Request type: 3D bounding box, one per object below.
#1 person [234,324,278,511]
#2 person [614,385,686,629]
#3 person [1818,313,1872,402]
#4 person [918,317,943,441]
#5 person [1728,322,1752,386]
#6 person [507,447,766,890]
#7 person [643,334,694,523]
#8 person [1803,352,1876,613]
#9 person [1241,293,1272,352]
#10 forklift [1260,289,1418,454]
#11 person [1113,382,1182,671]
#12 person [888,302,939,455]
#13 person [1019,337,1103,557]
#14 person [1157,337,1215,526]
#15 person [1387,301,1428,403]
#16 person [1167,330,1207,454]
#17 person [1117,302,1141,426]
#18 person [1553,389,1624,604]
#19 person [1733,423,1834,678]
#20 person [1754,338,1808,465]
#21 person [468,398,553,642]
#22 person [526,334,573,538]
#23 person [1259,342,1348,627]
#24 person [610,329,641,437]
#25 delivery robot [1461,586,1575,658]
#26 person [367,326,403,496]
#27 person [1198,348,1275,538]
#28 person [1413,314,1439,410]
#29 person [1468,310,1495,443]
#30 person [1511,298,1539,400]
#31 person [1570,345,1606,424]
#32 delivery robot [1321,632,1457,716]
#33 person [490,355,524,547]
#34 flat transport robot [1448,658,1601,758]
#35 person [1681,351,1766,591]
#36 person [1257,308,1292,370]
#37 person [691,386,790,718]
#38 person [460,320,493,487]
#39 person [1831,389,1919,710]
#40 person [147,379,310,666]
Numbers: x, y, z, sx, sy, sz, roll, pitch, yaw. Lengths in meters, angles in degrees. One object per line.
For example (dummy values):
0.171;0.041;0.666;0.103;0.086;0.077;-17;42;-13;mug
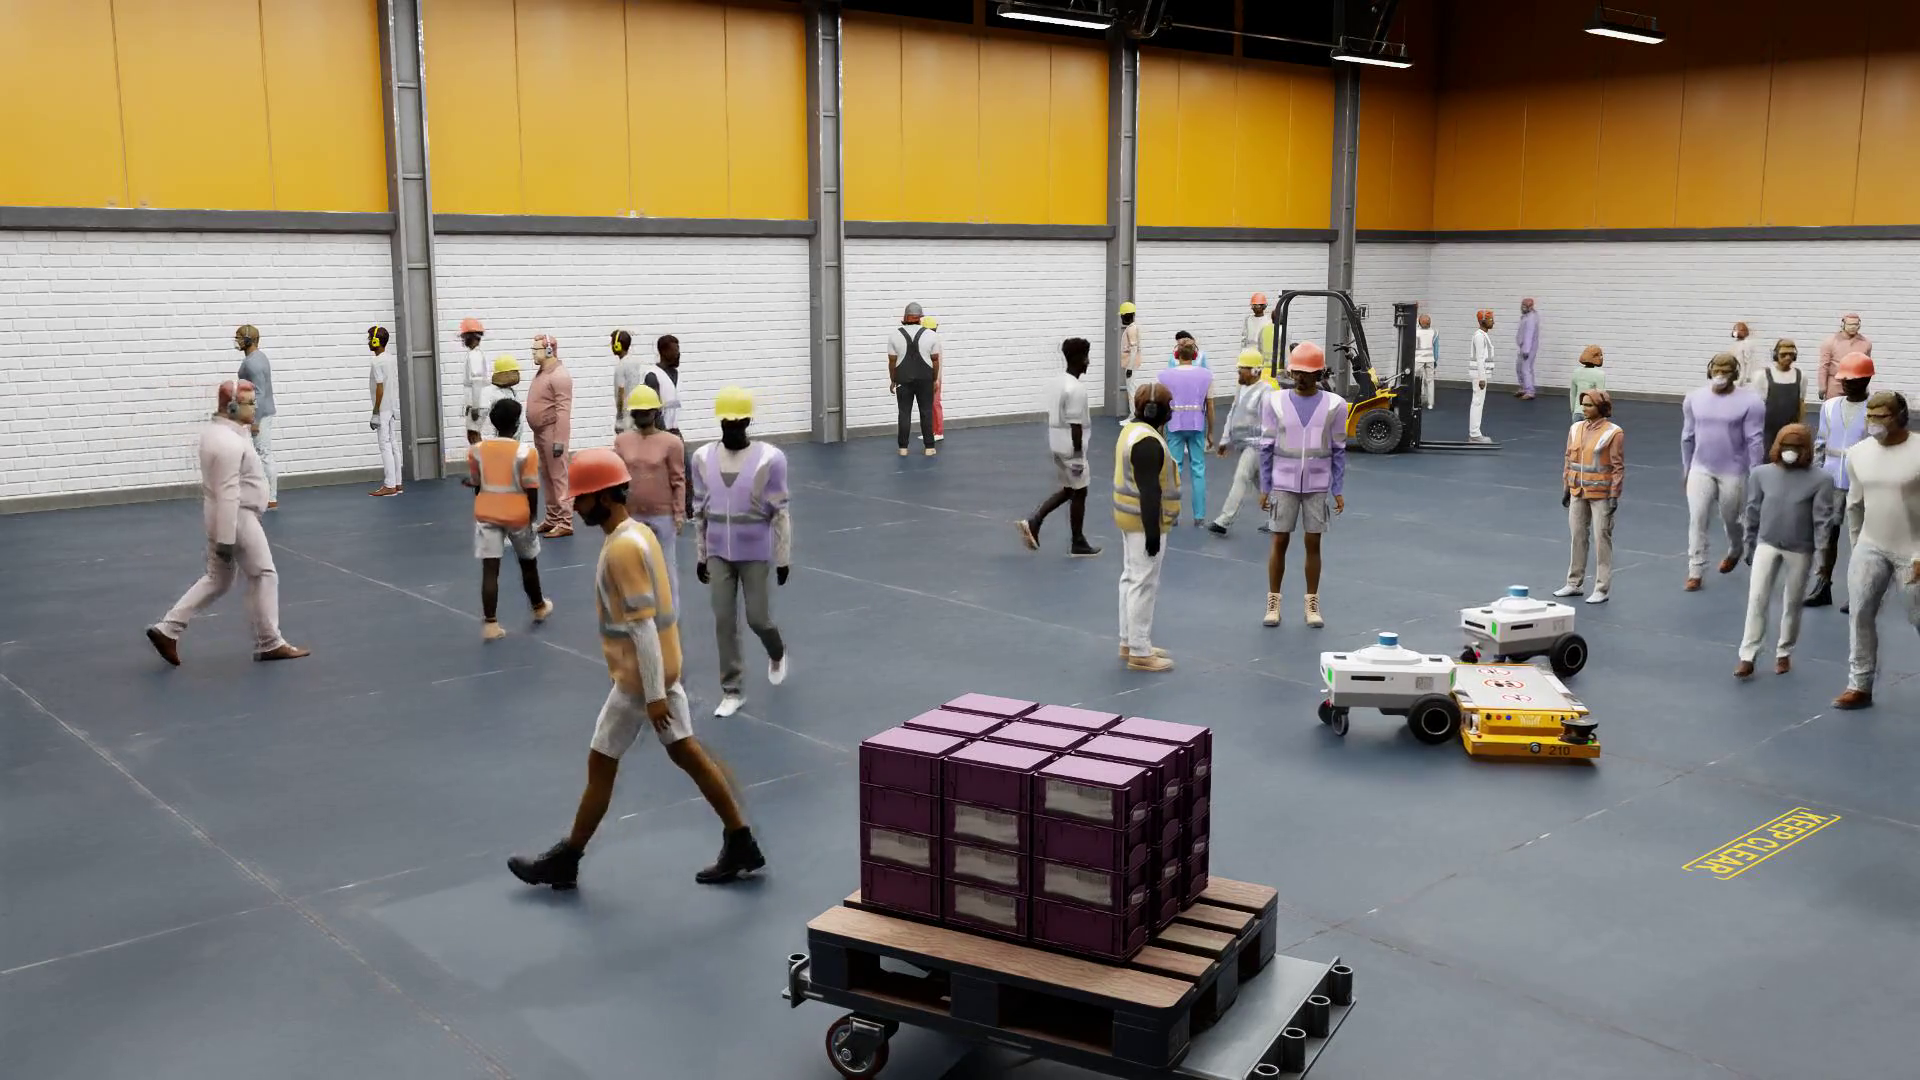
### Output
-7.276;-1.259;17.208;0.379;1.940;0.629;-3;10;-19;person
-2.137;-0.175;11.373;0.531;1.766;0.328;2;10;13;person
11.479;-1.987;21.573;0.652;1.904;0.403;1;10;5;person
-0.429;-2.295;23.788;0.326;1.765;0.533;-4;11;-23;person
12.377;-2.649;26.316;0.783;1.606;0.491;-1;10;-5;person
-1.320;0.544;6.890;1.074;1.865;0.590;0;10;-2;person
-2.953;-1.086;16.386;0.990;1.880;0.583;4;10;22;person
6.576;-0.423;12.326;0.377;1.932;0.552;-7;12;-36;person
4.795;-2.956;26.839;0.606;2.044;0.373;6;12;33;person
5.034;-2.339;22.783;2.313;2.155;1.214;3;10;16;forklift
1.202;-0.093;10.672;0.429;1.839;0.633;-1;10;-3;person
-0.607;-2.140;22.071;0.673;2.000;0.536;0;10;2;person
0.908;-0.799;14.485;0.659;1.951;0.631;-3;10;-16;person
2.196;-1.045;16.224;0.563;1.847;0.388;0;10;0;person
7.970;-3.342;29.688;0.935;1.849;0.584;-4;10;-21;person
3.006;-1.951;22.055;0.568;1.657;0.444;0;10;0;person
2.627;-2.730;25.864;0.384;1.922;0.593;1;10;6;person
4.818;-0.338;12.691;0.311;1.639;0.521;-5;11;-28;person
5.092;0.087;10.301;0.514;1.600;0.784;7;12;36;person
8.061;-1.066;16.388;0.501;1.833;0.399;2;10;10;person
-3.132;-0.160;11.580;0.541;1.646;0.860;1;10;6;person
-3.873;-0.977;15.652;0.407;1.908;0.642;-6;12;-33;person
2.426;-0.384;11.805;0.605;2.037;0.394;1;10;8;person
-3.545;-1.358;18.046;0.624;1.852;0.528;2;10;13;person
3.519;0.532;10.493;0.707;0.478;0.477;-4;11;-24;delivery robot
-6.370;-1.417;18.338;0.328;1.872;0.513;0;10;0;person
2.705;-0.912;15.655;0.971;1.774;0.612;-3;10;-15;person
7.948;-3.044;28.528;0.515;1.641;0.315;-1;10;-3;person
7.373;-2.304;23.497;0.355;1.882;0.576;3;10;16;person
10.404;-3.505;30.540;0.431;1.879;0.707;2;10;12;person
7.170;-1.409;18.977;0.280;1.634;0.498;-4;11;-24;person
2.357;0.755;9.189;0.707;0.478;0.477;1;10;7;delivery robot
-4.101;-0.814;15.171;0.285;1.746;0.492;0;10;3;person
3.073;0.920;9.329;0.652;0.197;1.431;1;10;7;flat transport robot
6.099;-0.563;13.274;0.634;1.911;0.864;8;13;40;person
4.905;-2.673;25.780;0.429;1.840;0.633;-8;12;-39;person
-1.255;0.042;9.703;0.590;1.909;0.664;3;10;15;person
-5.577;-1.570;19.173;0.399;1.902;0.568;-1;10;-6;person
5.537;0.046;9.736;0.867;1.896;0.642;-6;11;-31;person
-4.727;-0.102;10.646;0.882;1.868;0.641;-7;12;-35;person
